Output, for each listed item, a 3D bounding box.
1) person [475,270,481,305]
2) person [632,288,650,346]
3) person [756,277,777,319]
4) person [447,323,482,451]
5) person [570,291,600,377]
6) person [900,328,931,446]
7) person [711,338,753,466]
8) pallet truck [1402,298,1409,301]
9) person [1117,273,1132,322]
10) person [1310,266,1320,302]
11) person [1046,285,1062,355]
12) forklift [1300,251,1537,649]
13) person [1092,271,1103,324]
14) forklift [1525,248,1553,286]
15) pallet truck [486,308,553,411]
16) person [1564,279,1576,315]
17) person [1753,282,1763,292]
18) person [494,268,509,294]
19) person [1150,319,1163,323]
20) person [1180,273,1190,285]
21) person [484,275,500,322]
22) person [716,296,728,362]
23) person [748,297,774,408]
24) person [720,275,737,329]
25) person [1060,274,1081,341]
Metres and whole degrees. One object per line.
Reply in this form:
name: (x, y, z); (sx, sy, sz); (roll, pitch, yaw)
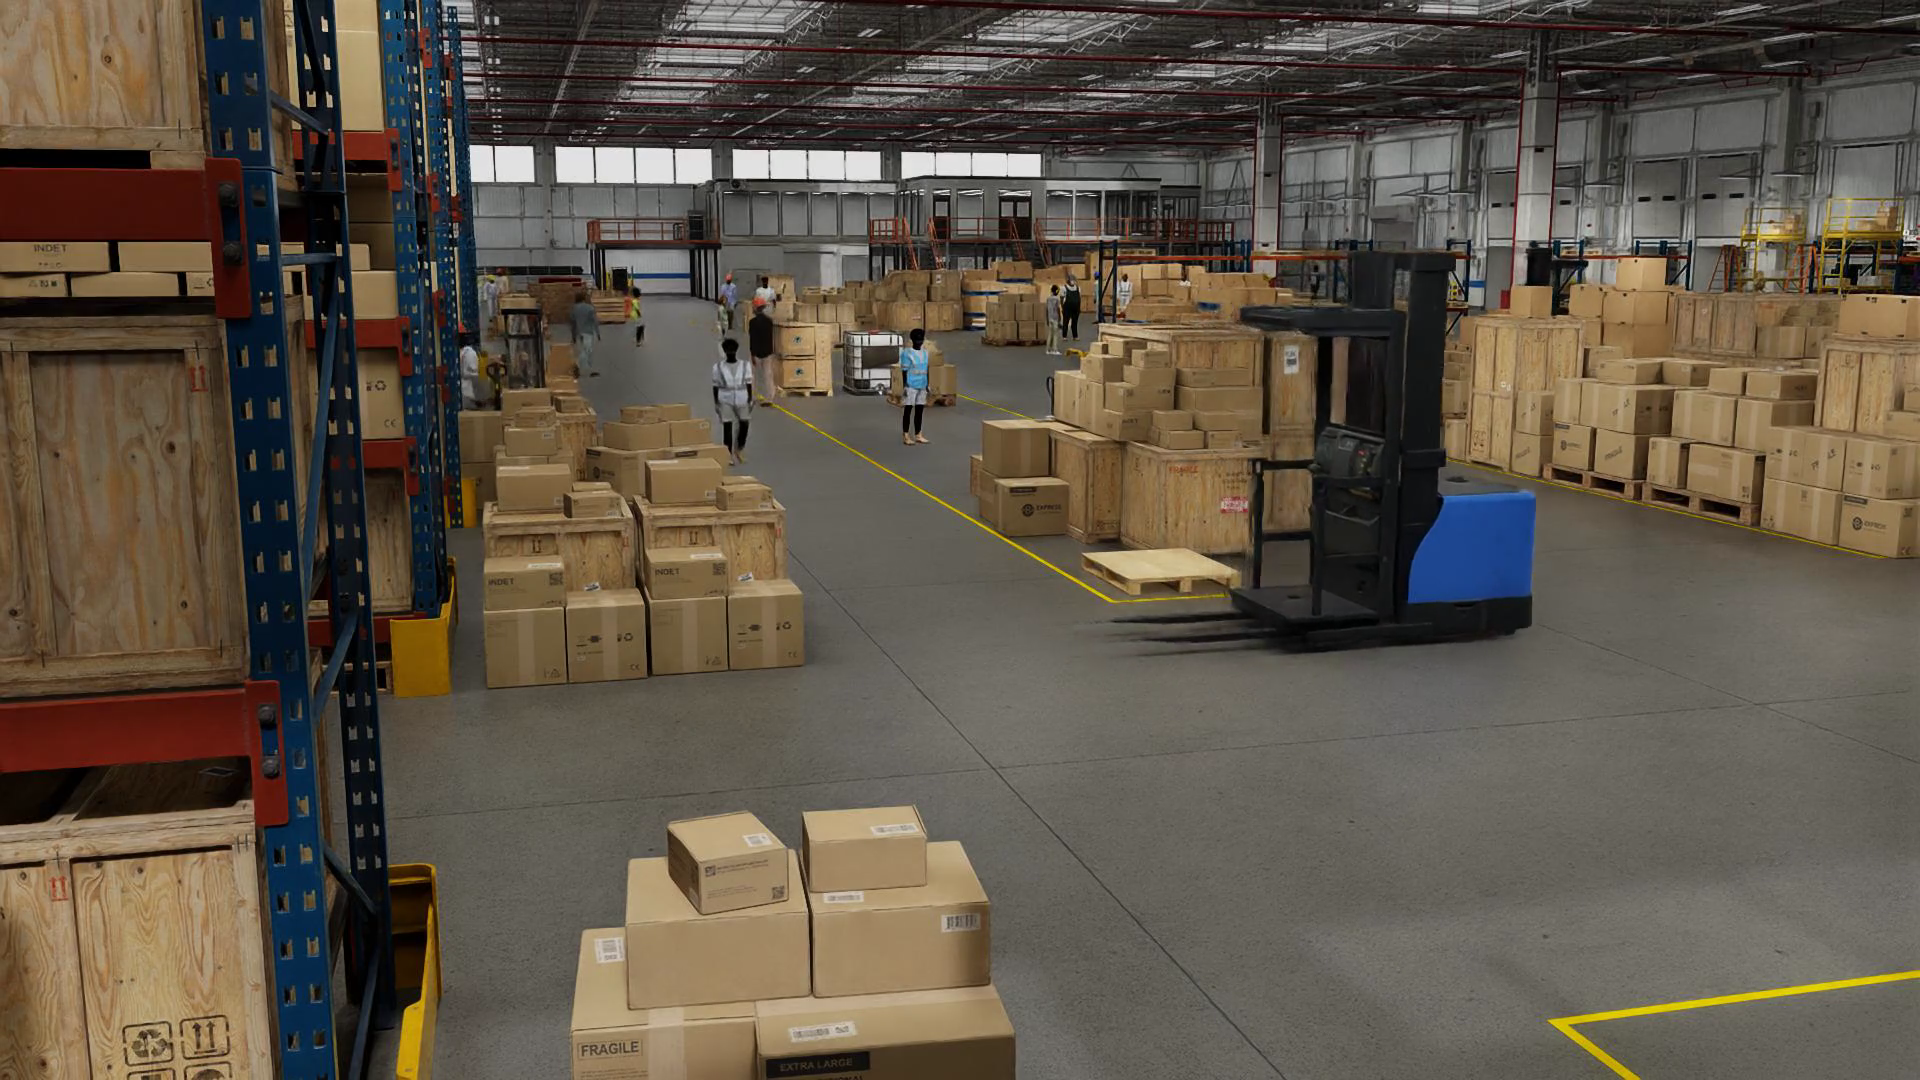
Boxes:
person: (-23.541, -12.264, 80.838); (0.312, 1.744, 0.487); (2, 10, 10)
person: (-9.205, -6.434, 47.996); (0.507, 1.678, 0.572); (-1, 10, -8)
person: (-6.012, -7.209, 51.701); (0.611, 1.927, 0.934); (-2, 10, -14)
person: (-6.585, -1.953, 22.140); (1.070, 1.871, 0.545); (-7, 12, -33)
person: (-8.263, -4.485, 36.371); (0.656, 1.893, 0.863); (5, 11, 27)
person: (-0.641, -2.224, 24.112); (0.531, 1.698, 0.320); (-10, 14, -44)
person: (-2.968, -1.794, 21.731); (0.547, 1.680, 0.445); (-3, 10, -16)
pallet truck: (14.620, -7.324, 52.145); (0.823, 1.965, 1.885); (8, 13, 40)
person: (6.224, -9.128, 62.799); (0.584, 1.841, 0.938); (0, 10, 1)
person: (17.743, -12.762, 83.204); (0.392, 1.911, 0.584); (-7, 12, -35)
person: (2.486, -5.828, 44.082); (0.319, 1.857, 0.527); (-9, 13, -41)
forklift: (3.210, -0.723, 12.267); (1.873, 2.768, 1.129); (-3, 10, -15)
person: (5.073, -8.948, 61.506); (0.430, 1.940, 0.654); (3, 11, 19)
forklift: (13.880, -5.639, 40.102); (1.873, 2.768, 1.129); (0, 10, 0)
pallet truck: (-6.242, -2.418, 24.362); (0.823, 1.965, 1.885); (1, 10, 3)
person: (19.234, -7.231, 52.008); (1.007, 1.874, 0.600); (6, 11, 29)
person: (21.097, -5.846, 43.973); (0.632, 1.930, 0.365); (-6, 12, -31)
person: (-19.098, -10.318, 69.154); (0.647, 1.974, 0.451); (0, 10, 2)
person: (2.529, -1.993, 22.207); (0.652, 1.904, 0.915); (-7, 12, -33)
person: (8.424, -9.067, 62.376); (0.353, 1.877, 0.573); (-5, 11, -28)
person: (-17.695, -9.146, 63.044); (0.624, 1.786, 0.915); (-6, 12, -32)
person: (-5.906, -5.235, 41.338); (0.314, 1.636, 0.515); (-1, 10, -8)
person: (-3.636, -3.334, 29.657); (0.939, 1.951, 0.641); (8, 13, 39)
person: (-7.999, -8.201, 57.408); (0.558, 1.878, 1.009); (0, 10, 2)
person: (3.395, -7.061, 50.535); (0.684, 2.000, 0.538); (-3, 11, -19)
